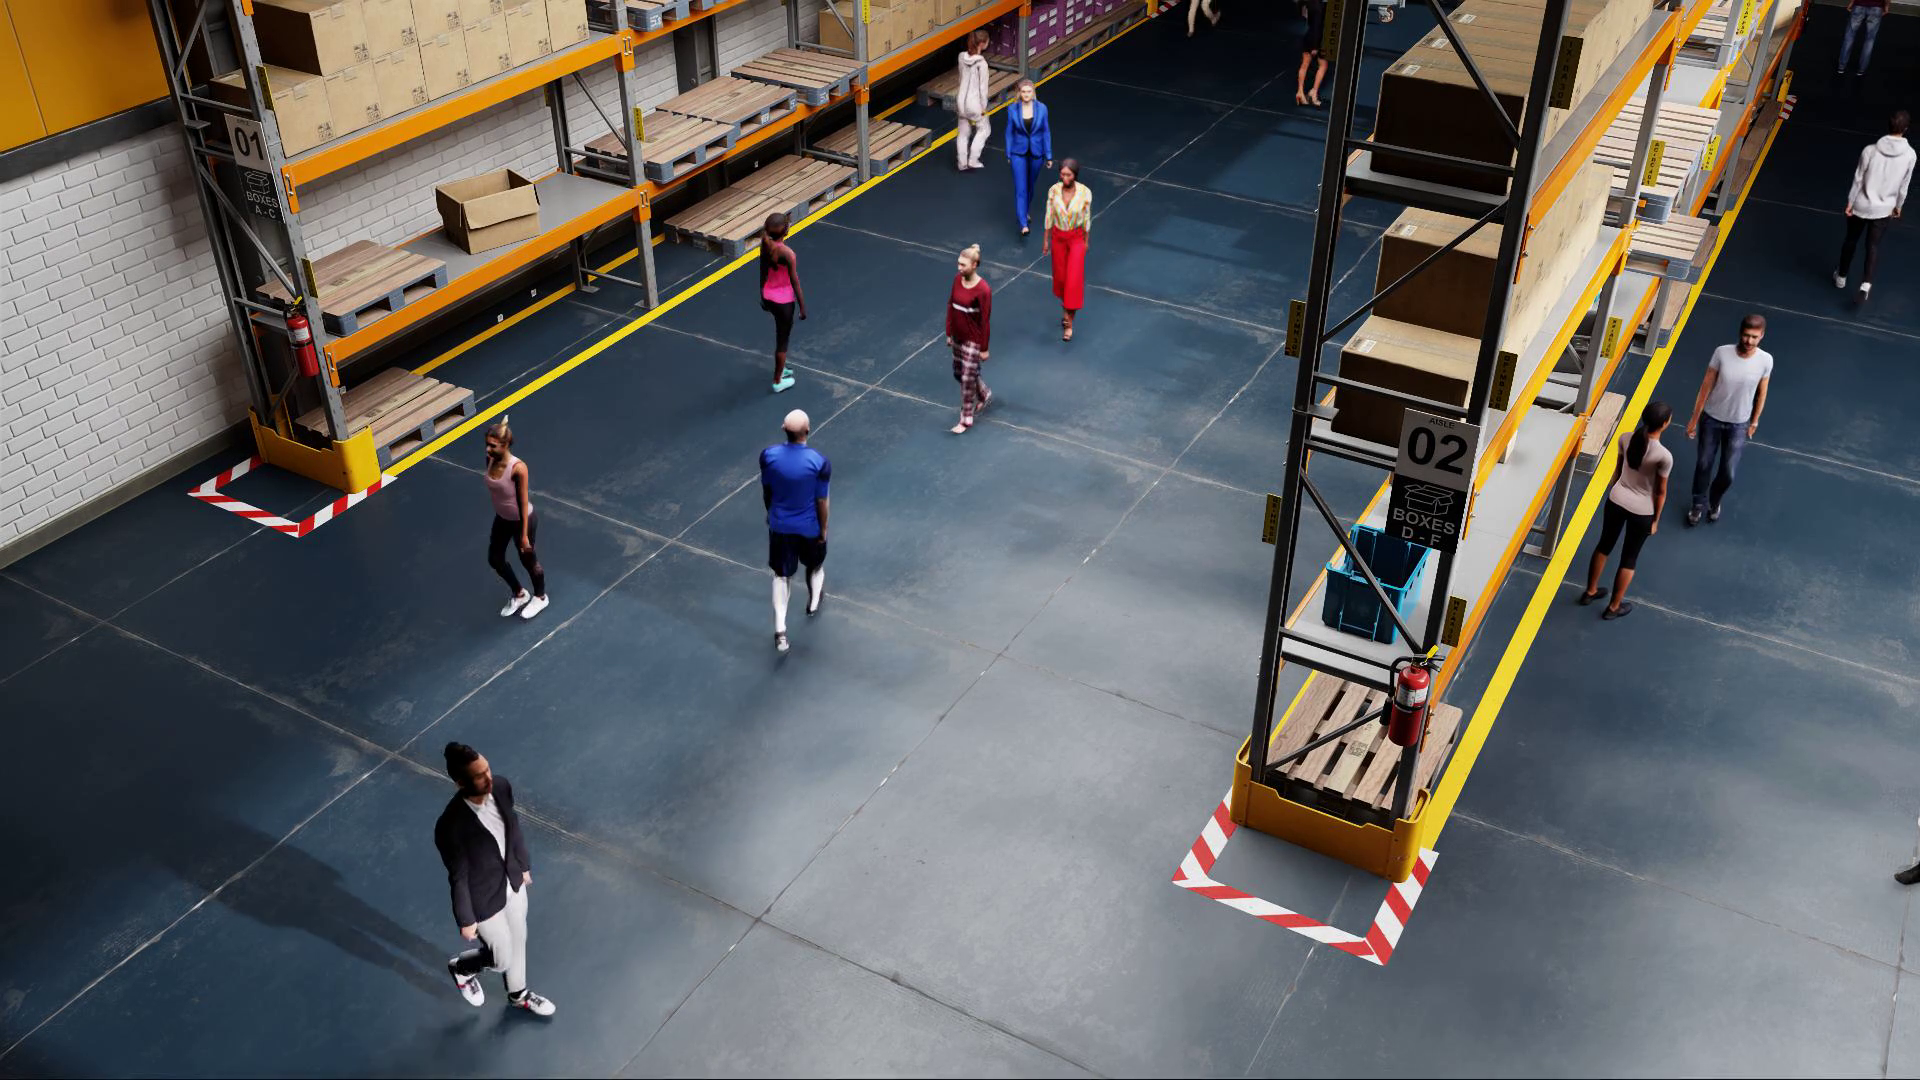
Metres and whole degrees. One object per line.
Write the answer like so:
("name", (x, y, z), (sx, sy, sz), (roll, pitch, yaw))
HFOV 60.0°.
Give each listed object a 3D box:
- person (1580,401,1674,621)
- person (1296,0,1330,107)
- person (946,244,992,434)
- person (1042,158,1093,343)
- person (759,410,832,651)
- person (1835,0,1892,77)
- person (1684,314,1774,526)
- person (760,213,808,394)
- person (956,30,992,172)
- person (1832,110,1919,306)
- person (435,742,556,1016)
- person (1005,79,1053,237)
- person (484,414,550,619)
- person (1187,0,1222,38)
("person", (4.880, -0.226, 12.127), (0.657, 1.745, 0.664), (-22, 40, -30))
("person", (4.508, -6.404, 21.527), (0.794, 1.628, 0.730), (-6, 34, -9))
("person", (0.108, -1.780, 14.510), (0.903, 1.694, 0.766), (-28, 43, -35))
("person", (1.046, -2.853, 16.060), (0.776, 1.764, 1.028), (6, 34, 10))
("person", (-1.182, -0.057, 11.809), (0.992, 1.814, 1.252), (3, 34, 5))
("person", (12.395, -7.296, 22.672), (0.650, 1.846, 0.534), (17, 37, 24))
("person", (6.060, -0.981, 13.166), (0.651, 1.852, 0.646), (16, 37, 22))
("person", (-1.693, -2.111, 14.992), (0.649, 1.712, 0.665), (27, 42, 34))
("person", (0.089, -5.131, 19.575), (0.707, 1.668, 0.630), (21, 39, 29))
("person", (9.122, -3.287, 16.591), (0.854, 1.900, 1.244), (11, 35, 16))
("person", (-2.589, 1.813, 8.878), (0.831, 1.944, 0.798), (14, 36, 20))
("person", (0.727, -4.221, 18.212), (1.048, 1.662, 1.181), (-4, 34, -6))
("person", (-3.194, -0.189, 12.168), (0.596, 1.637, 0.593), (22, 39, 29))
("person", (3.583, -8.140, 24.117), (0.588, 1.652, 0.724), (16, 37, 23))
